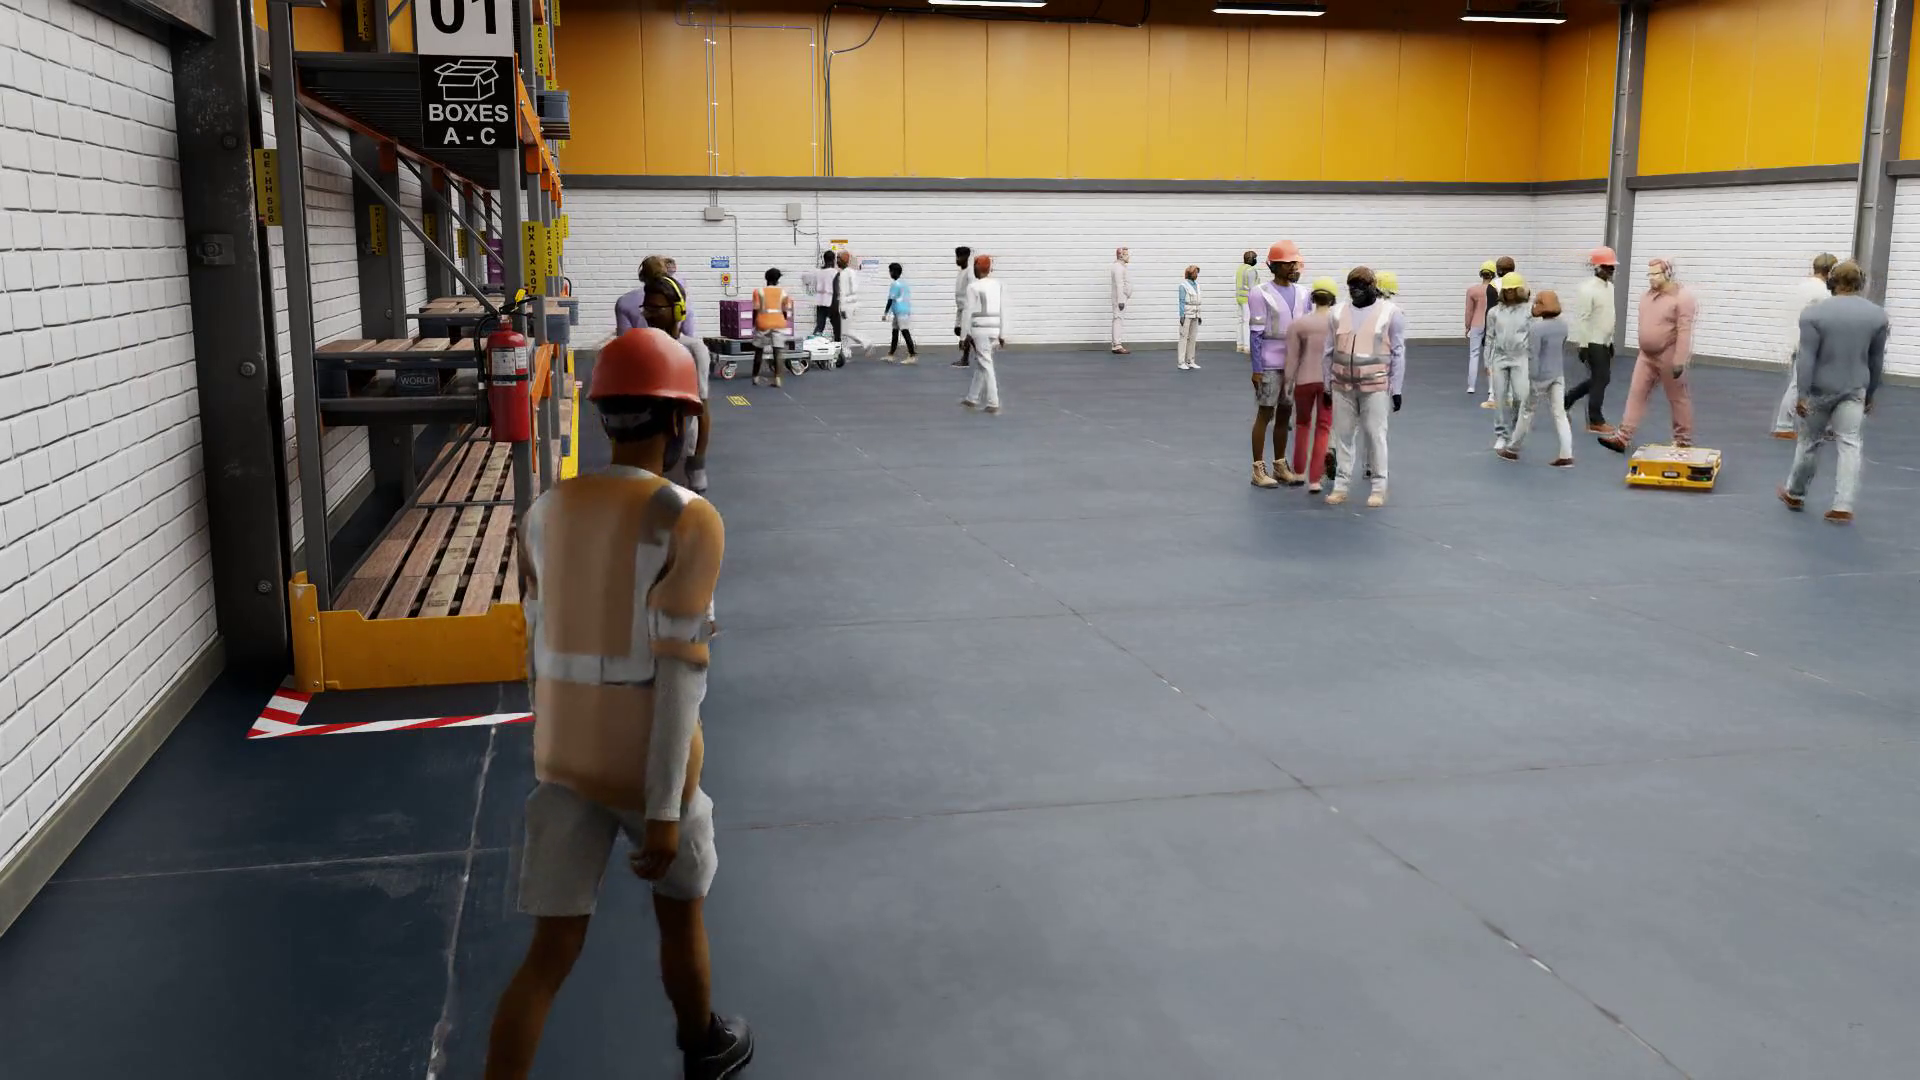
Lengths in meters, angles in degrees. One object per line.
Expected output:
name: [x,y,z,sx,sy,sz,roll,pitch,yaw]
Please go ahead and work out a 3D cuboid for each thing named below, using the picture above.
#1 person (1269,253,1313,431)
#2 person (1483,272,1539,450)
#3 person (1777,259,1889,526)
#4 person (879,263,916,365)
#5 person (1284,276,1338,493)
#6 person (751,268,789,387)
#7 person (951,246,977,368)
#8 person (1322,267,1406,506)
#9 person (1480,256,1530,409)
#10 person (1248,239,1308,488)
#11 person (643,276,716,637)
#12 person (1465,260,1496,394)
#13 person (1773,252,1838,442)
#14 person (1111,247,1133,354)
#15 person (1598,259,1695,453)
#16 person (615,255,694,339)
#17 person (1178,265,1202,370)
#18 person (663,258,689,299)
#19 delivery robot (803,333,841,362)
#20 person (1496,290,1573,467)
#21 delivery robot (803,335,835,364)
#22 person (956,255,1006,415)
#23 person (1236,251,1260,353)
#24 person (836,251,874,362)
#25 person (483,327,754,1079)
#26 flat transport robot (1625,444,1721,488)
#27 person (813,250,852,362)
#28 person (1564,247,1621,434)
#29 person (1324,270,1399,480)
person: [3.503,-2.136,17.895,0.567,1.910,0.630,0,10,2]
person: [5.336,-1.730,16.157,0.502,1.727,0.378,5,11,27]
person: [6.376,-1.090,12.164,0.647,1.883,1.013,1,10,5]
person: [-1.058,-3.698,27.220,0.789,1.648,0.559,3,11,16]
person: [2.934,-1.271,13.594,0.526,1.734,0.769,3,11,18]
person: [-2.650,-2.961,23.210,0.540,1.637,0.759,-3,11,-16]
person: [0.151,-3.730,26.653,0.582,1.950,0.648,-3,11,-18]
person: [3.096,-1.168,12.798,0.659,1.838,0.458,7,12,34]
person: [6.569,-2.502,20.129,0.629,1.840,0.429,-5,11,-25]
person: [2.650,-1.451,13.741,0.607,2.044,0.378,-7,12,-34]
person: [-1.455,-0.398,8.436,0.509,1.859,0.330,9,13,40]
person: [6.965,-2.814,22.062,0.531,1.768,0.311,4,11,22]
person: [8.698,-1.919,16.723,0.894,1.902,0.639,3,11,15]
person: [2.913,-4.315,29.985,0.404,1.911,0.636,1,10,3]
person: [6.591,-1.726,15.788,1.005,1.843,0.681,-5,11,-25]
person: [-2.486,-1.352,13.557,0.661,1.901,0.917,-3,11,-16]
person: [3.638,-3.513,26.292,0.308,1.636,0.523,10,14,43]
person: [-4.112,-3.071,23.390,0.569,1.800,0.919,-6,12,-28]
delivery robot: [-2.264,-3.055,26.489,0.707,0.478,0.477,5,11,24]
person: [5.278,-1.473,15.141,0.503,1.584,0.836,-5,11,-25]
delivery robot: [-2.306,-2.942,25.865,0.707,0.478,0.477,-5,11,-26]
person: [0.175,-2.406,19.548,0.869,1.850,0.606,9,14,41]
person: [5.208,-4.300,30.083,0.430,1.844,0.624,-3,11,-14]
person: [-1.796,-3.863,27.588,0.696,1.864,0.590,3,11,15]
person: [-0.781,0.484,3.580,0.554,1.858,1.061,4,11,23]
flat transport robot: [6.077,-0.636,14.133,0.652,0.197,1.431,5,11,26]
person: [-2.234,-3.933,28.027,0.587,1.876,1.015,7,12,33]
person: [6.679,-2.114,17.614,0.677,1.968,0.617,9,14,41]
person: [3.374,-1.365,13.987,0.792,1.793,0.598,-8,13,-39]
